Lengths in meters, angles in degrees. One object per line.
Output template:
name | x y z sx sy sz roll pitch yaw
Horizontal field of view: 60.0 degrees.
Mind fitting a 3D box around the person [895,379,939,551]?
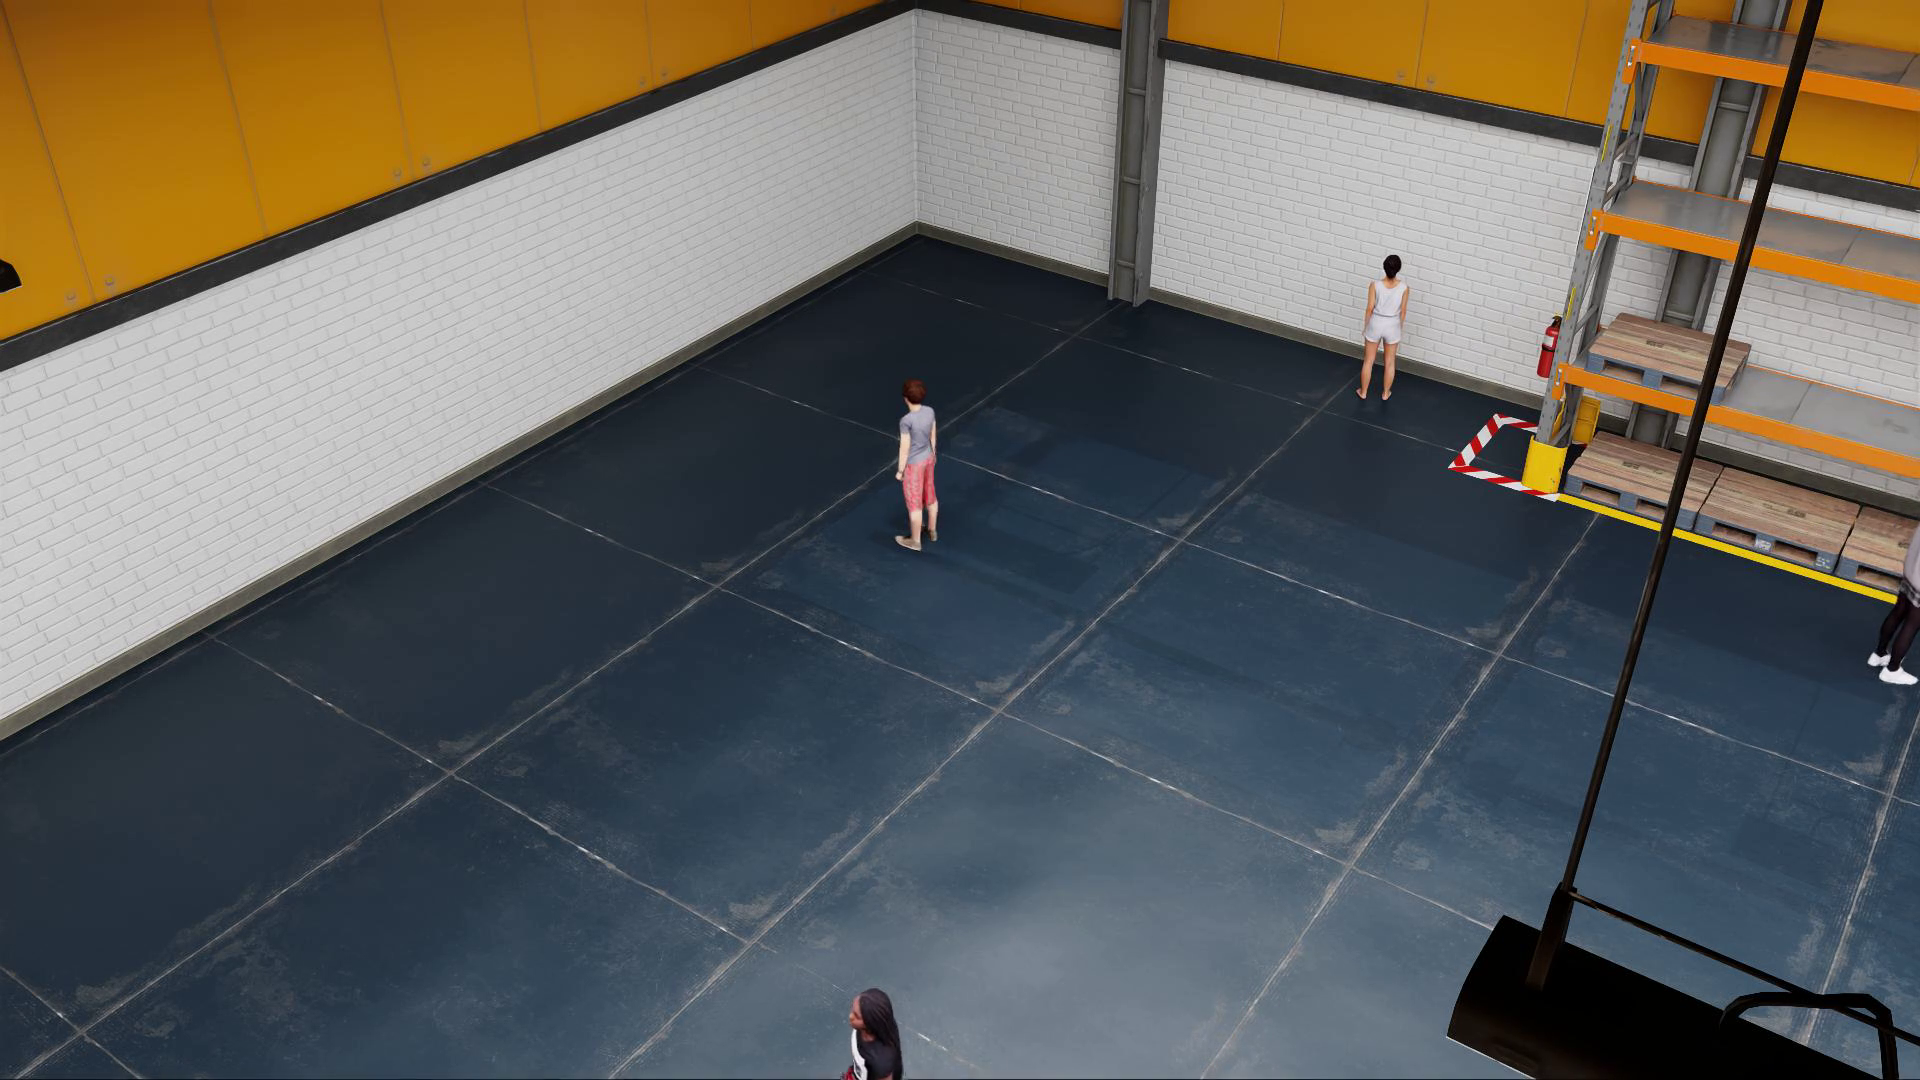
person | -0.373 -0.677 14.805 0.632 1.651 0.585 -28 43 -35

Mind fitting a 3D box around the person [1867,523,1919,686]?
person | 7.606 0.332 13.178 0.715 1.771 0.699 1 34 2

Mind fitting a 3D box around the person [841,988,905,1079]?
person | -0.385 3.047 9.149 1.017 1.710 0.980 -8 34 -12

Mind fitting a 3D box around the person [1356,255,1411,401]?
person | 4.360 -2.186 17.117 0.614 1.605 0.711 5 34 8
